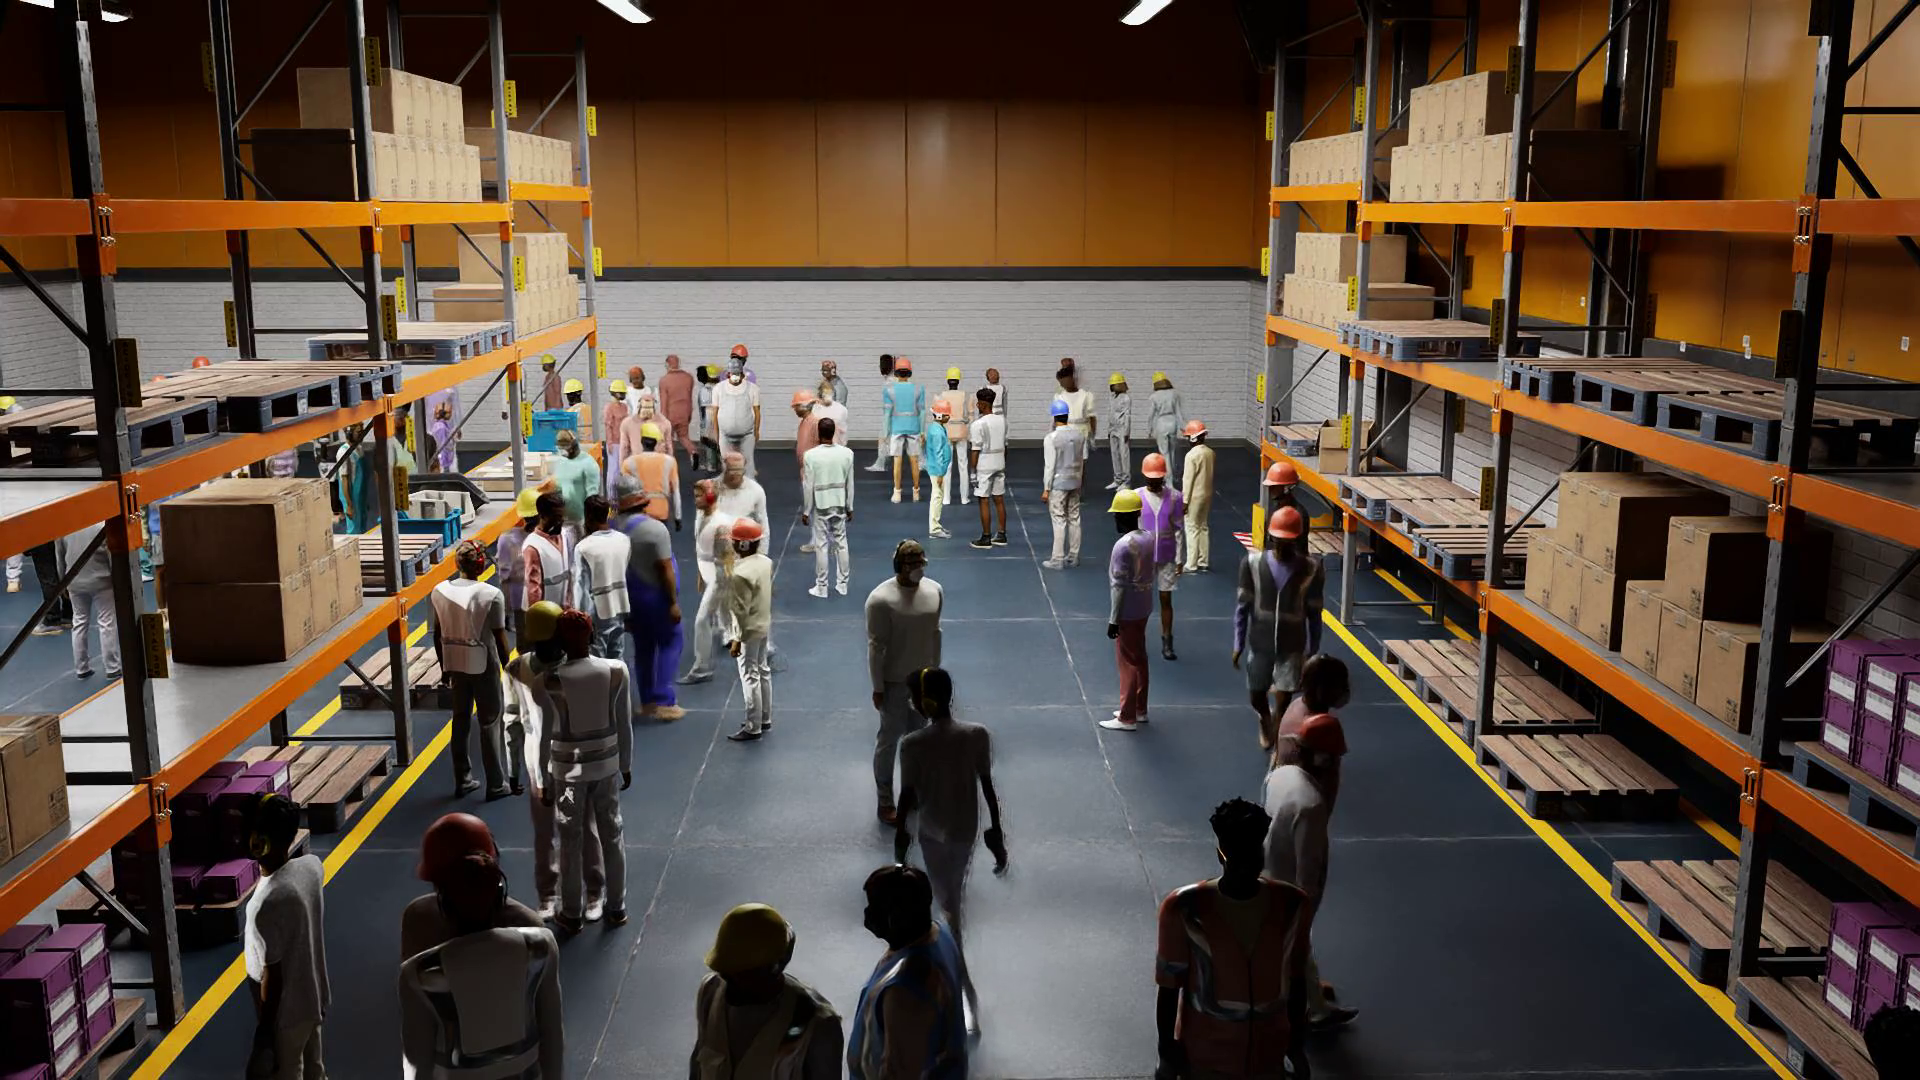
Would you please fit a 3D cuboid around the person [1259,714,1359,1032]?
[{"bbox_3d":[1.588,1.677,8.104,0.826,1.712,0.607,-1,11,-5],"label":"person"}]

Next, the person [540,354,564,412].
[{"bbox_3d":[-6.662,-2.162,27.194,0.338,1.758,0.539,-8,14,-35],"label":"person"}]

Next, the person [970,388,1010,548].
[{"bbox_3d":[0.346,-0.878,20.263,0.368,1.958,0.611,11,16,44],"label":"person"}]

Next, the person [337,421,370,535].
[{"bbox_3d":[-6.614,-0.420,18.234,0.331,1.843,0.519,0,11,0],"label":"person"}]

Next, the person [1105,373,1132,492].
[{"bbox_3d":[2.309,-1.582,24.351,0.324,1.732,0.490,-6,13,-29],"label":"person"}]

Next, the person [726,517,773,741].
[{"bbox_3d":[-1.640,0.685,12.912,0.320,1.755,0.563,3,12,13],"label":"person"}]

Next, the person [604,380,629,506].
[{"bbox_3d":[-4.740,-1.352,23.127,0.334,1.761,0.526,4,12,21],"label":"person"}]

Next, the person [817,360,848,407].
[{"bbox_3d":[-1.915,-1.707,24.561,0.400,1.900,0.642,-7,13,-32],"label":"person"}]

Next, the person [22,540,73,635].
[{"bbox_3d":[-8.870,-0.074,16.122,0.379,1.994,0.611,1,11,3],"label":"person"}]

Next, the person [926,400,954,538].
[{"bbox_3d":[-0.244,-0.891,20.866,0.352,1.738,0.573,-1,11,-3],"label":"person"}]

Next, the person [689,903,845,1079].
[{"bbox_3d":[-0.683,2.091,5.689,0.587,1.826,0.404,6,13,27],"label":"person"}]

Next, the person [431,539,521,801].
[{"bbox_3d":[-3.381,0.910,11.559,0.572,1.844,0.376,4,12,17],"label":"person"}]

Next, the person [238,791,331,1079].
[{"bbox_3d":[-2.674,1.888,6.594,0.328,1.872,0.509,0,11,2],"label":"person"}]

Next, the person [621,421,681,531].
[{"bbox_3d":[-3.225,-0.278,17.388,0.620,1.899,0.687,-3,12,-12],"label":"person"}]

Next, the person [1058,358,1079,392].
[{"bbox_3d":[1.827,-2.241,27.901,0.315,1.632,0.518,-5,12,-24],"label":"person"}]

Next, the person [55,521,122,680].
[{"bbox_3d":[-7.593,0.362,14.562,0.566,1.744,0.350,0,11,-1],"label":"person"}]

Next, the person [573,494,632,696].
[{"bbox_3d":[-2.779,0.591,13.011,0.402,1.908,0.598,6,13,28],"label":"person"}]

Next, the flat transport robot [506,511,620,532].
[{"bbox_3d":[-5.066,-0.221,21.193,1.431,0.197,0.652,-1,11,-3],"label":"flat transport robot"}]

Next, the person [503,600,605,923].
[{"bbox_3d":[-2.321,1.272,9.582,0.594,1.912,0.398,0,11,-2],"label":"person"}]

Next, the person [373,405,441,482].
[{"bbox_3d":[-6.076,-0.546,18.371,0.714,2.000,0.574,-3,12,-14],"label":"person"}]

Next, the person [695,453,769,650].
[{"bbox_3d":[-2.117,0.096,15.614,0.666,1.846,1.044,-4,12,-18],"label":"person"}]

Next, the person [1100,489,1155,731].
[{"bbox_3d":[1.331,0.552,13.186,0.387,1.919,0.579,6,13,28],"label":"person"}]

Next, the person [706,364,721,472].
[{"bbox_3d":[-3.806,-1.939,26.230,0.324,1.697,0.683,4,12,20],"label":"person"}]

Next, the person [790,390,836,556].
[{"bbox_3d":[-1.703,-0.803,19.887,0.533,1.951,0.745,-5,13,-26],"label":"person"}]

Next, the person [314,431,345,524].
[{"bbox_3d":[-8.267,-1.046,21.769,0.320,1.693,0.536,-1,11,-6],"label":"person"}]

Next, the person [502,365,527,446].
[{"bbox_3d":[-7.152,-2.128,26.733,0.350,1.878,0.568,4,12,19],"label":"person"}]

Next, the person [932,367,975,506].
[{"bbox_3d":[-0.094,-1.439,23.134,0.589,1.927,0.388,-1,11,-4],"label":"person"}]

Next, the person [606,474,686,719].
[{"bbox_3d":[-2.506,0.445,13.402,0.752,2.000,0.539,9,14,37],"label":"person"}]

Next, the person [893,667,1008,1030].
[{"bbox_3d":[-0.078,1.527,8.583,0.566,1.803,0.987,-5,12,-22],"label":"person"}]

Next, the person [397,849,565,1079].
[{"bbox_3d":[-1.690,2.011,5.946,0.575,1.882,0.360,-7,13,-31],"label":"person"}]

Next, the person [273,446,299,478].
[{"bbox_3d":[-8.568,-0.850,20.935,0.440,1.617,0.532,7,13,32],"label":"person"}]

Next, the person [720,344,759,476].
[{"bbox_3d":[-3.378,-1.980,25.553,0.610,2.042,0.396,4,12,20],"label":"person"}]

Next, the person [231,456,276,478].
[{"bbox_3d":[-8.031,-0.462,18.975,0.279,1.632,0.502,10,15,42],"label":"person"}]
